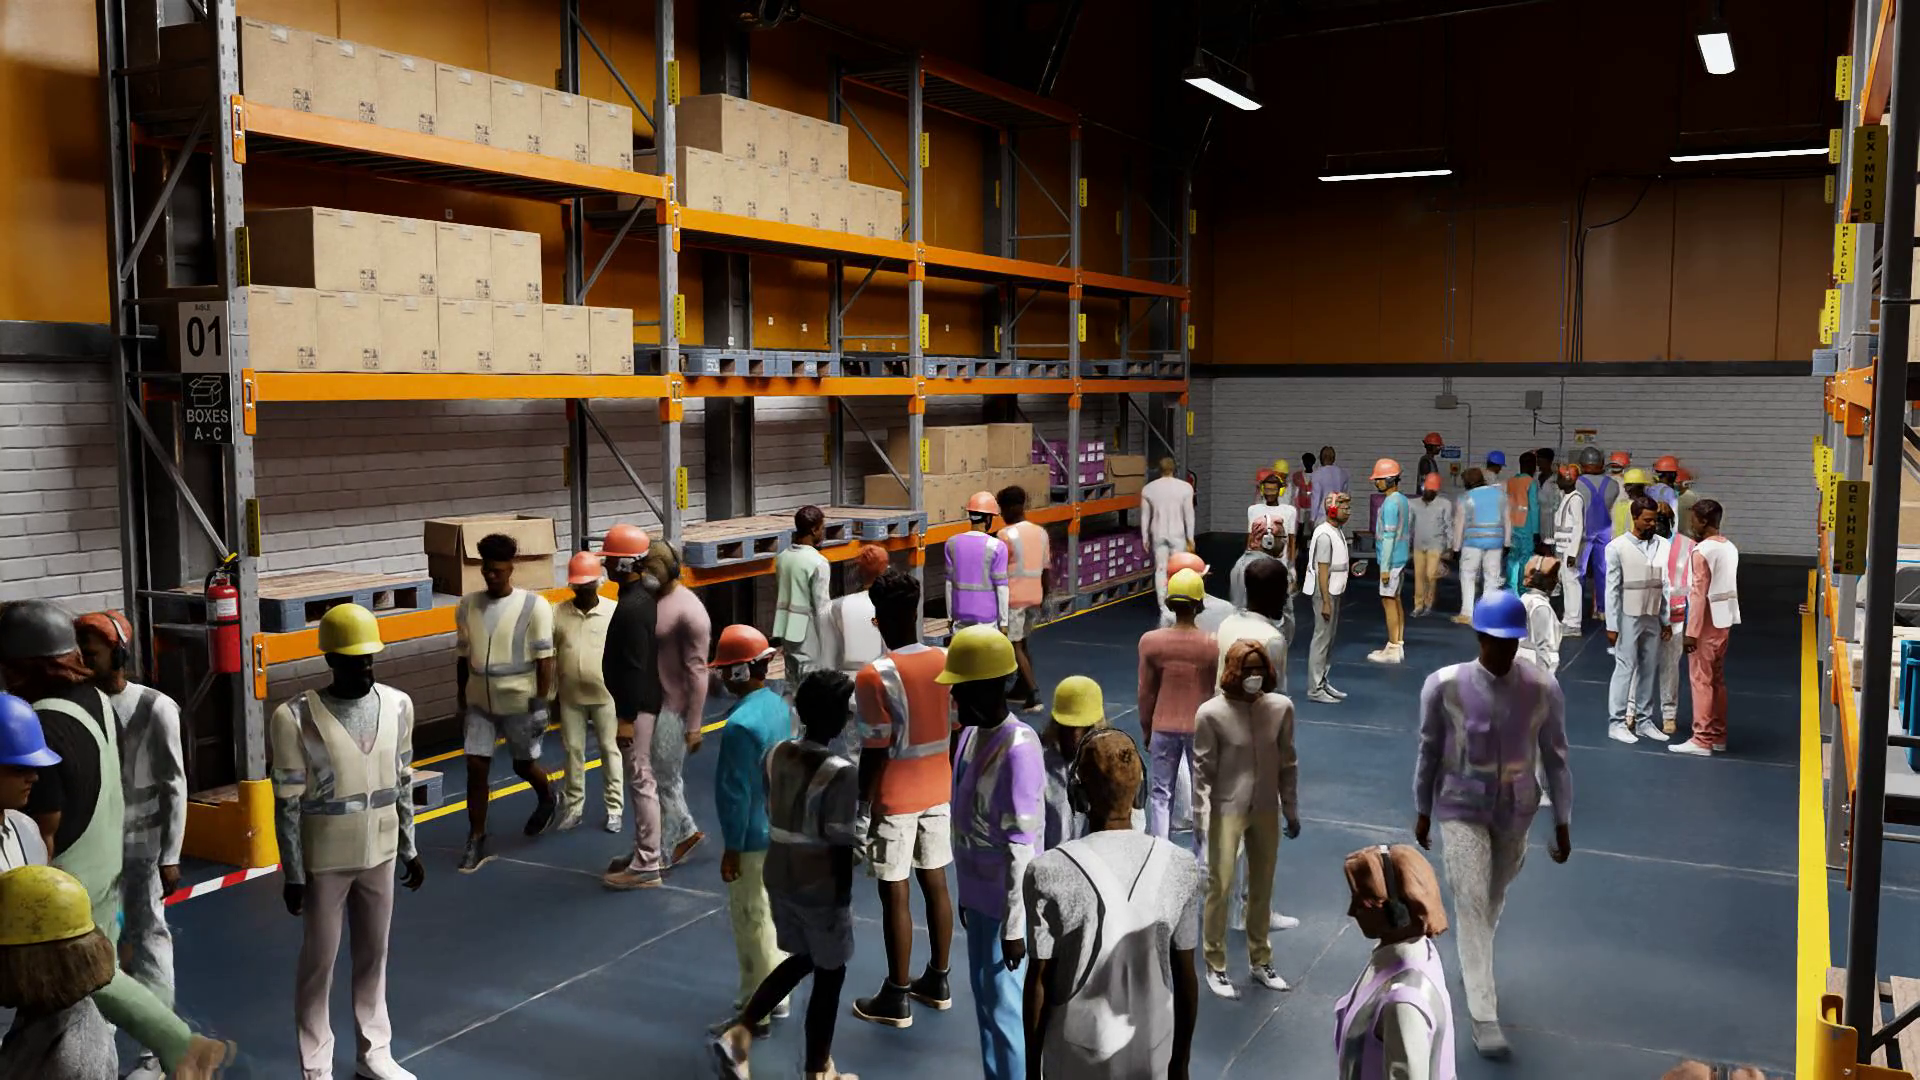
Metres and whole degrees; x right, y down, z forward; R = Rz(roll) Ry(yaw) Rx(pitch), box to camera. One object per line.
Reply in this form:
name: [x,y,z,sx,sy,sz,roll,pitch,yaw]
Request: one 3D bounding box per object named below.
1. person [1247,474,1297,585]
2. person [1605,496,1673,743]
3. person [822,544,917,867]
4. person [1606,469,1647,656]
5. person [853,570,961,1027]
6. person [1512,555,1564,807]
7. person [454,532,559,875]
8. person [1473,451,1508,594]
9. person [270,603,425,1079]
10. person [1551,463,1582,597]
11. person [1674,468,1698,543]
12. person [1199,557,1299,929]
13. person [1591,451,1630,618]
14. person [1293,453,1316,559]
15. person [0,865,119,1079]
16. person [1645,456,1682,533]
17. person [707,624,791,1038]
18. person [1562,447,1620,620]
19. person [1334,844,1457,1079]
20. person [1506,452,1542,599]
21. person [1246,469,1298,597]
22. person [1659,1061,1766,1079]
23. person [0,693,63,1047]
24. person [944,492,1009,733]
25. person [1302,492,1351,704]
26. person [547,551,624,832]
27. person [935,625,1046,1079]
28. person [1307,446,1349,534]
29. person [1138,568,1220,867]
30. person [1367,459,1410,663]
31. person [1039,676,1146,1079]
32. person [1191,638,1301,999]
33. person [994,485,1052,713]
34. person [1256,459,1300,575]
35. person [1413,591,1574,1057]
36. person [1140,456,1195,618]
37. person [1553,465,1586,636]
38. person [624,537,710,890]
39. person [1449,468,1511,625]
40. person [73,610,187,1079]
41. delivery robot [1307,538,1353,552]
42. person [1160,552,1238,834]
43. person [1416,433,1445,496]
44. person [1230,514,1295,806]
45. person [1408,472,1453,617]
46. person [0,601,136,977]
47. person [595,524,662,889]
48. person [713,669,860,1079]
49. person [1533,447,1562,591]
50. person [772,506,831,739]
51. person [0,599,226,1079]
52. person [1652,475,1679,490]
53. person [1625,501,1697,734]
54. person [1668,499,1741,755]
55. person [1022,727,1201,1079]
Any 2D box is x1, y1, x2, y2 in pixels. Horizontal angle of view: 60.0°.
person: [3.139,0.266,16.755,0.513,1.865,0.329,0,5,5]
person: [5.220,0.611,12.841,0.597,1.908,0.403,-2,6,-23]
person: [-0.553,0.951,9.507,0.584,1.855,0.804,2,6,21]
person: [6.719,0.254,16.665,0.356,1.906,0.627,0,5,-3]
person: [-0.243,1.106,7.205,0.376,1.959,0.603,5,7,43]
person: [3.788,0.916,10.970,0.315,1.636,0.514,1,5,7]
person: [-2.608,0.898,9.642,0.636,1.935,0.820,1,5,11]
person: [7.048,-0.235,21.995,0.983,1.890,0.615,-4,6,-34]
person: [-2.331,1.198,6.384,0.377,1.929,0.585,4,7,39]
person: [7.917,-0.121,21.561,0.483,1.745,0.301,2,6,17]
person: [8.949,-0.030,20.666,0.432,1.726,0.568,0,5,0]
person: [1.466,1.028,8.347,0.444,1.903,0.608,-1,5,-10]
person: [7.686,-0.046,19.491,0.410,1.984,0.617,-5,7,-43]
person: [5.488,-0.531,26.218,0.535,1.697,0.322,2,6,23]
person: [-1.945,1.551,3.568,0.299,1.745,0.483,-4,7,-38]
person: [8.191,-0.012,19.351,0.356,1.938,0.545,-1,5,-8]
person: [-0.903,1.226,7.092,0.348,1.740,0.574,1,5,11]
person: [7.354,-0.077,19.506,0.683,2.000,0.538,0,5,-3]
person: [1.074,1.552,4.118,0.308,1.640,0.511,1,5,13]
person: [7.104,-0.147,20.975,0.394,1.913,0.641,-2,6,-17]
person: [3.930,-0.057,21.078,0.874,1.711,0.578,-1,5,-15]
person: [1.207,1.678,2.834,0.325,1.628,0.519,3,6,29]
person: [-2.603,1.373,4.466,0.416,1.939,0.605,0,5,-3]
person: [0.144,0.580,13.076,0.550,1.925,0.391,3,6,27]
person: [3.184,0.497,14.443,0.393,1.836,0.561,2,6,22]
person: [-2.288,0.934,10.215,0.569,1.743,0.365,0,5,0]
person: [0.104,1.250,5.887,0.396,1.918,0.586,-1,6,-15]
person: [4.961,-0.305,22.494,0.636,1.938,0.358,-3,6,-31]
person: [1.217,1.036,8.972,0.525,1.772,0.306,2,6,22]
person: [4.247,0.209,16.511,0.404,2.032,0.610,2,6,25]
person: [0.442,1.331,6.243,0.500,1.687,0.764,1,5,12]
person: [1.289,1.243,7.517,0.515,1.623,0.287,-2,6,-18]
person: [0.506,0.497,14.016,0.718,1.918,0.626,5,7,41]
person: [4.158,-0.174,21.813,0.598,1.806,0.769,1,5,9]
person: [2.282,1.149,7.137,0.627,1.891,1.019,0,5,1]
person: [2.455,-0.030,19.697,0.669,1.915,0.449,1,5,15]
person: [6.700,0.114,18.282,0.337,1.882,0.583,1,5,12]
person: [-1.634,0.938,9.212,0.542,1.936,0.647,-5,7,-45]
person: [5.961,0.081,19.082,0.706,1.812,0.431,0,5,0]
person: [-3.302,1.211,6.492,0.576,1.882,0.362,1,5,12]
delivery robot: [5.598,0.096,25.054,0.707,0.478,0.477,-2,6,-19]
person: [1.509,0.937,10.279,0.720,1.731,0.385,-2,6,-25]
person: [7.205,-0.626,25.478,0.414,2.035,0.610,2,6,23]
person: [2.012,0.781,10.989,0.401,1.906,0.649,-1,5,-9]
person: [5.498,0.063,19.622,0.631,1.730,0.432,4,7,37]
person: [-4.048,1.163,7.355,0.773,1.823,0.521,-2,6,-18]
person: [-1.798,0.907,9.153,0.384,1.996,0.610,0,5,-1]
person: [-0.619,1.327,6.281,0.519,1.673,0.559,-5,7,-42]
person: [7.894,-0.279,22.223,0.662,1.947,0.602,-2,6,-22]
person: [-1.106,0.714,11.719,0.385,1.909,0.590,-4,7,-37]
person: [-3.175,1.184,5.940,0.847,2.000,0.690,-1,5,-6]
person: [8.399,0.021,19.907,0.325,1.769,0.524,2,6,17]
person: [5.514,0.610,13.182,0.624,1.844,0.429,3,6,26]
person: [5.597,0.650,12.423,0.408,1.907,0.598,5,7,44]
person: [0.406,1.422,4.502,0.501,1.838,0.347,-2,6,-17]
